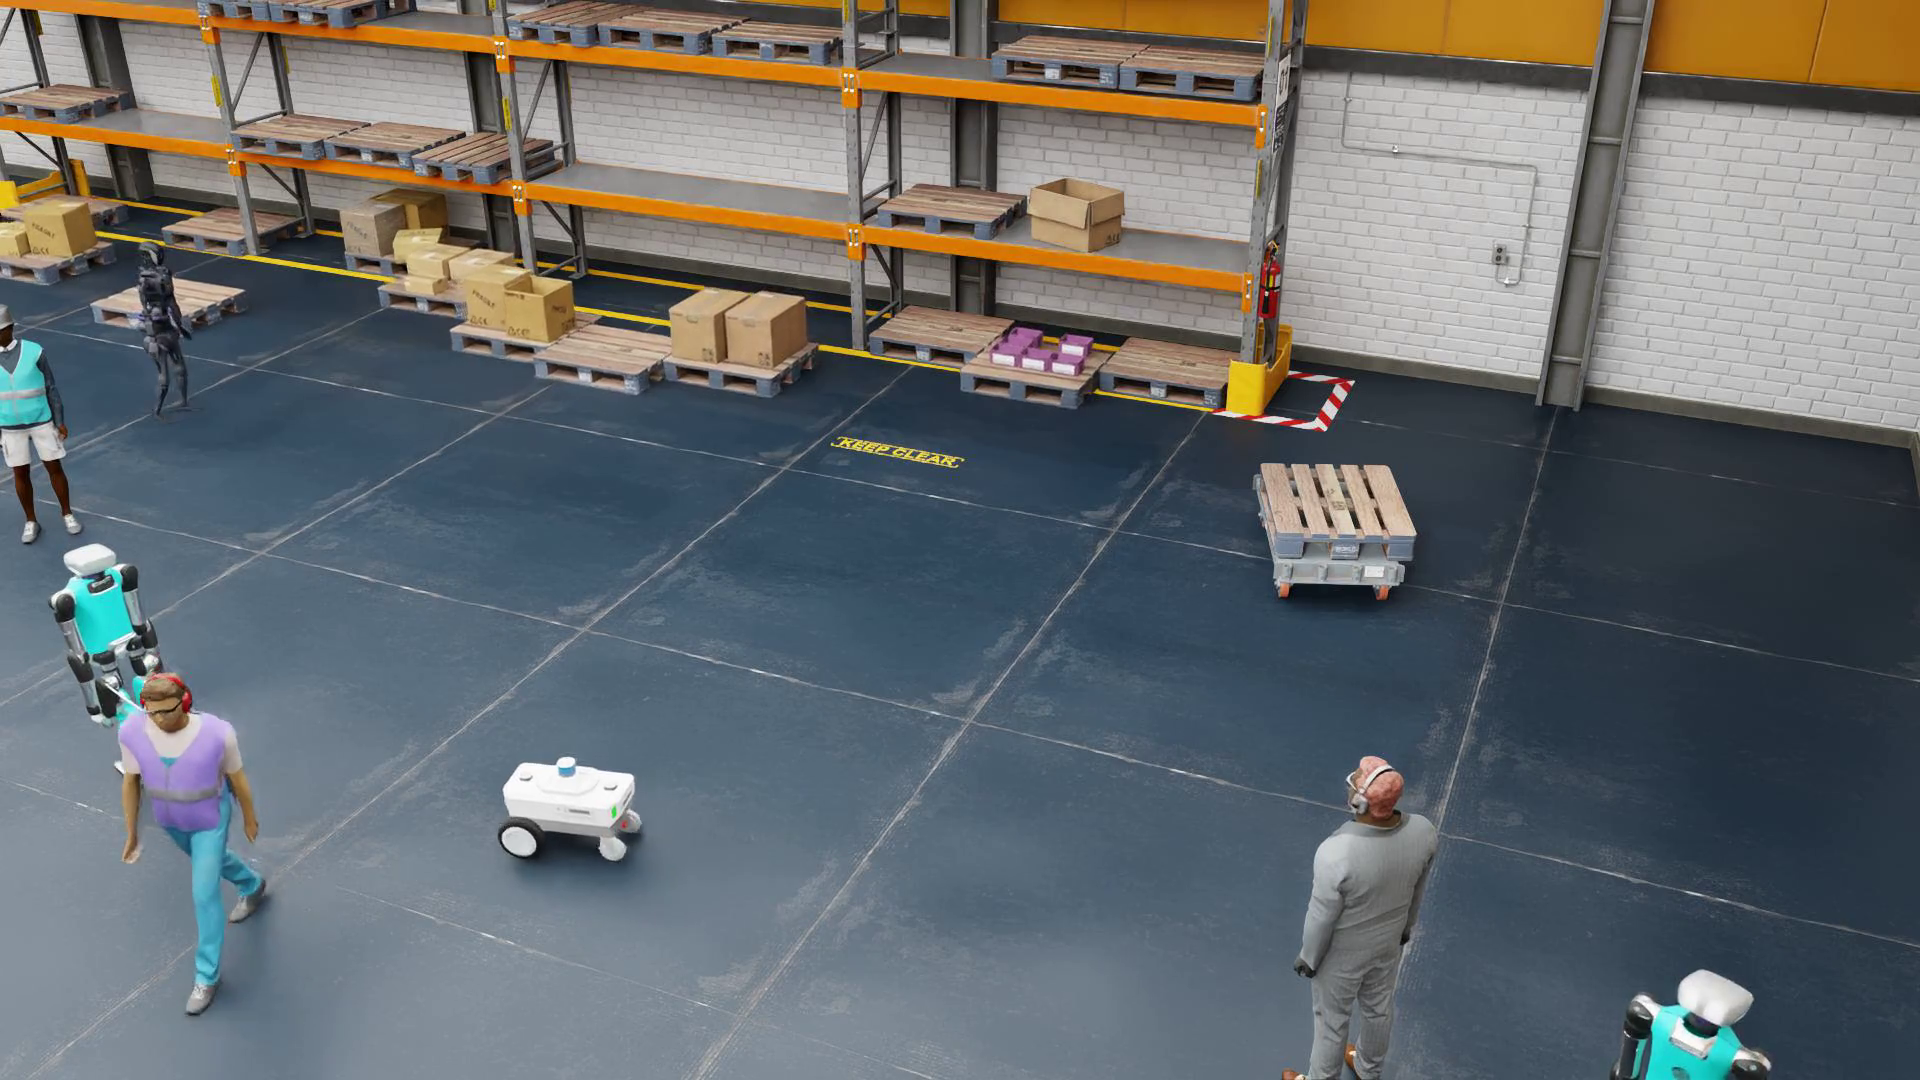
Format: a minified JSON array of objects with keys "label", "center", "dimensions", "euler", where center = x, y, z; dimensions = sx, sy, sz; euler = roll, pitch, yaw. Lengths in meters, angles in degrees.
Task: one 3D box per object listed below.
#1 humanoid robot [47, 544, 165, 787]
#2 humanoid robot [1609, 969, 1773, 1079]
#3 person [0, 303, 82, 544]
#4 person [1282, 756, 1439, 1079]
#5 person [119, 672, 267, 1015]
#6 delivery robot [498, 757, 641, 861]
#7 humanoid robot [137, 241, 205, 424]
[{"label":"humanoid robot","center":[-4.731,0.869,9.626],"dimensions":[0.981,1.728,0.550],"euler":[12,30,23]},{"label":"humanoid robot","center":[2.916,2.383,6.709],"dimensions":[0.539,1.803,0.673],"euler":[23,35,37]},{"label":"person","center":[-7.249,-0.930,12.912],"dimensions":[0.553,1.940,0.430],"euler":[-12,30,-22]},{"label":"person","center":[1.813,1.808,7.637],"dimensions":[0.642,1.913,0.412],"euler":[-13,30,-23]},{"label":"person","center":[-3.905,1.413,8.532],"dimensions":[0.575,1.794,0.990],"euler":[3,27,6]},{"label":"delivery robot","center":[-2.276,1.540,9.654],"dimensions":[0.812,0.614,0.499],"euler":[5,28,9]},{"label":"humanoid robot","center":[-7.273,-1.894,15.076],"dimensions":[0.428,1.651,0.590],"euler":[1,27,2]}]
